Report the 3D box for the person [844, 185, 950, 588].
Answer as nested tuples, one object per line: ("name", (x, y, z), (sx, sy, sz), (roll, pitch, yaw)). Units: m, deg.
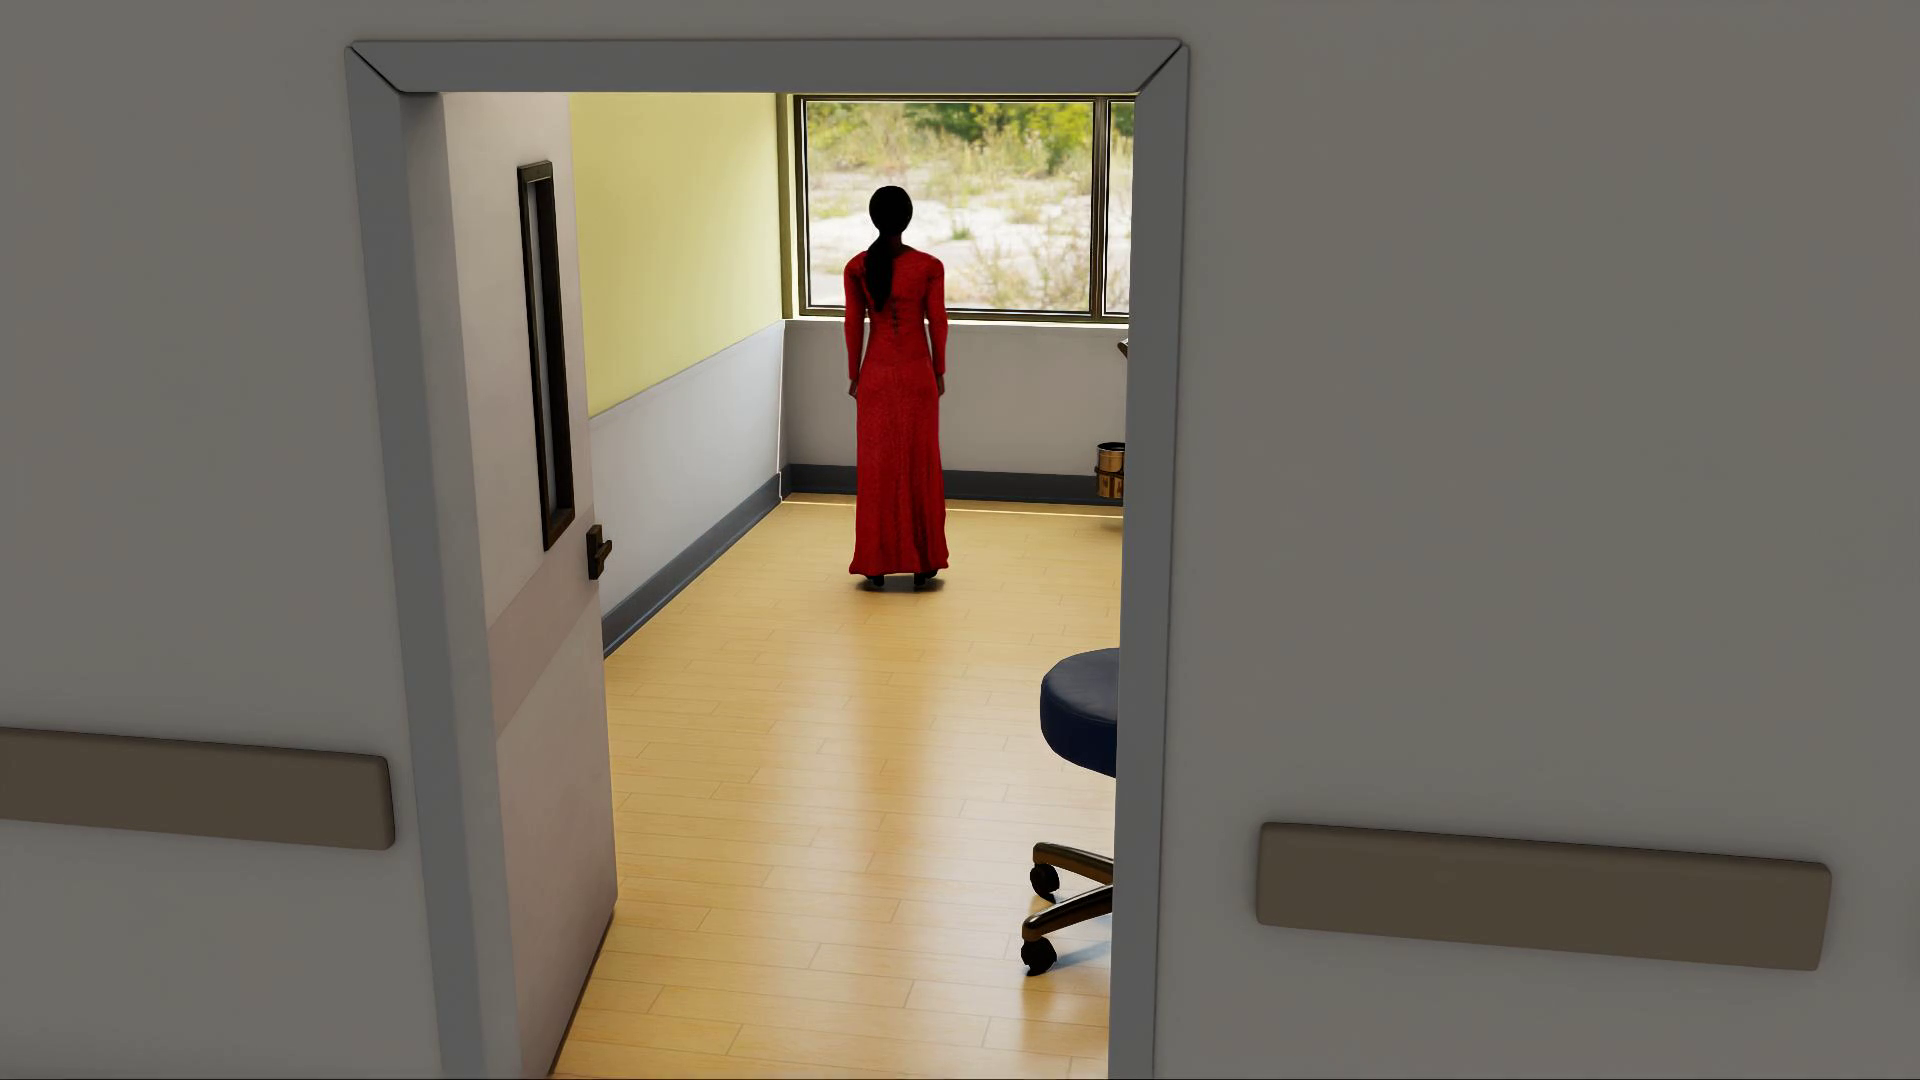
("person", (-0.287, -0.670, 7.395), (0.578, 1.784, 0.716), (0, 16, -1))
